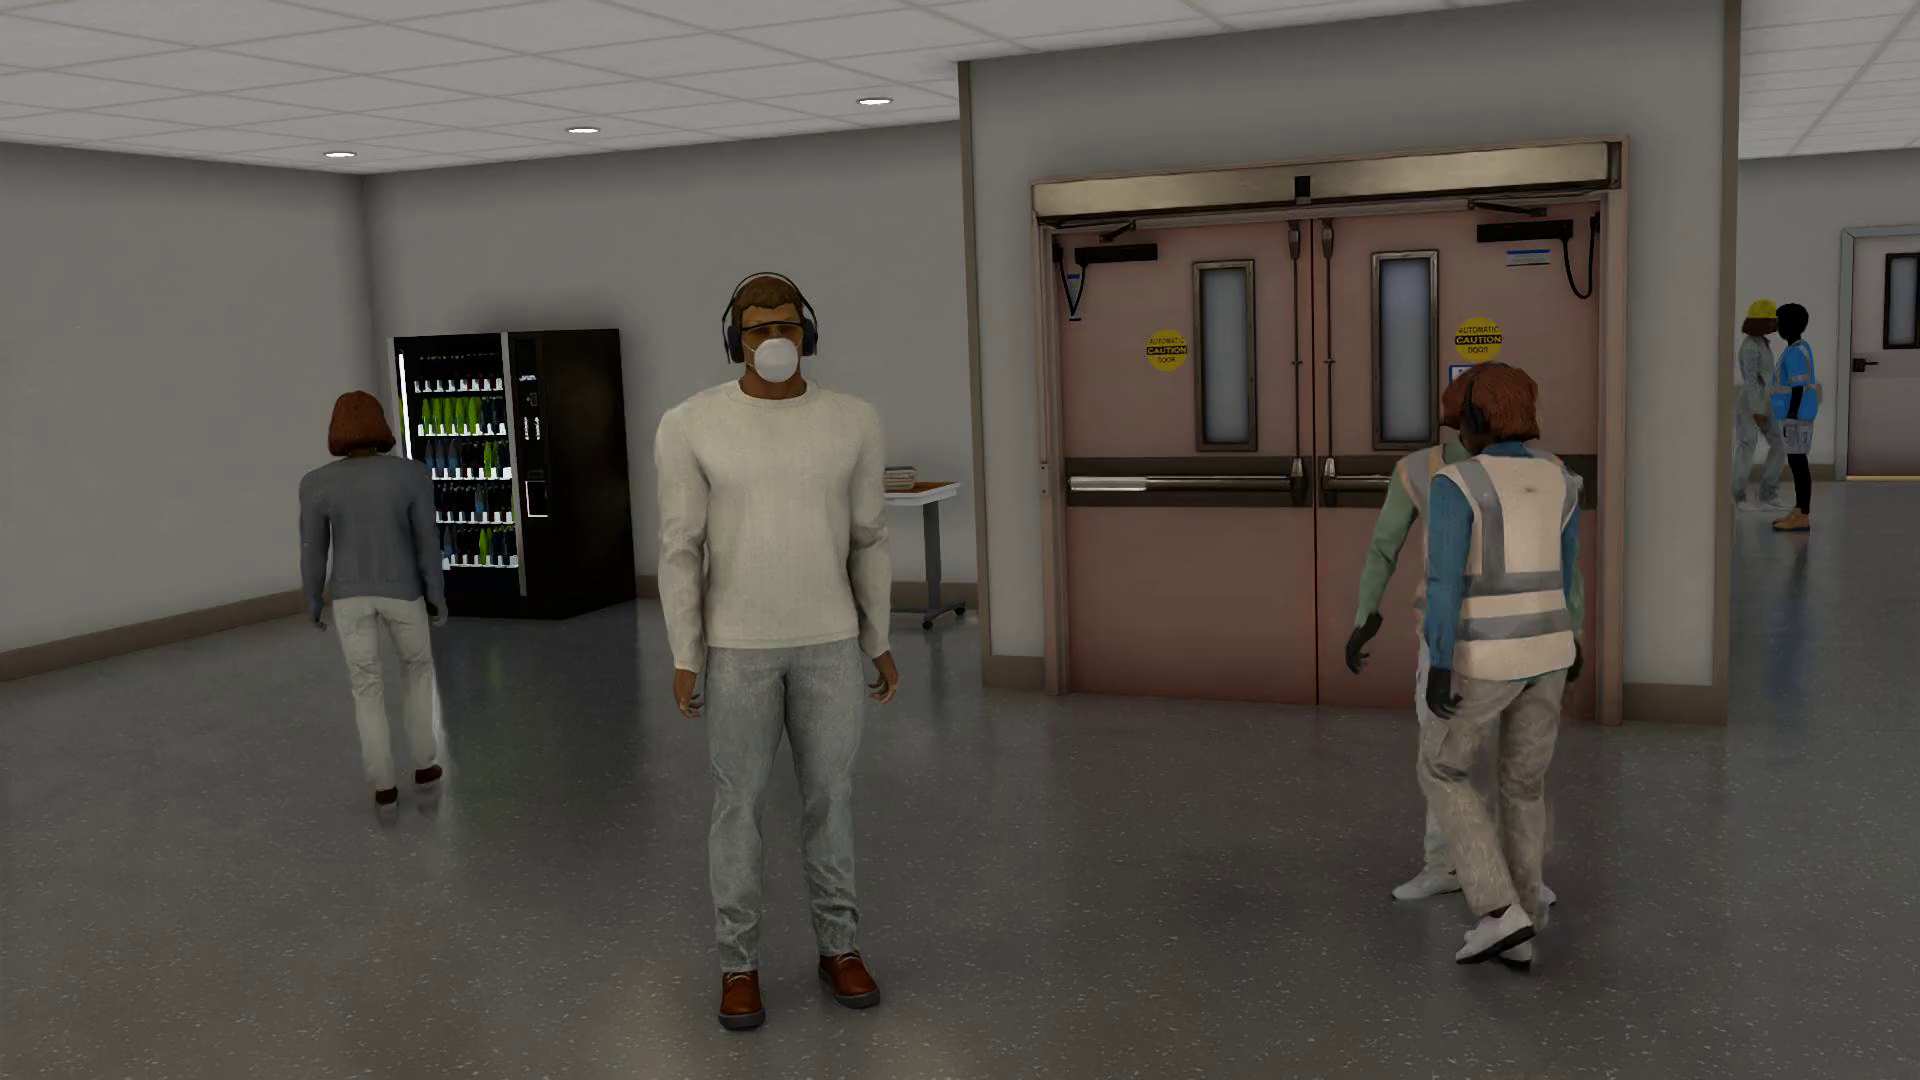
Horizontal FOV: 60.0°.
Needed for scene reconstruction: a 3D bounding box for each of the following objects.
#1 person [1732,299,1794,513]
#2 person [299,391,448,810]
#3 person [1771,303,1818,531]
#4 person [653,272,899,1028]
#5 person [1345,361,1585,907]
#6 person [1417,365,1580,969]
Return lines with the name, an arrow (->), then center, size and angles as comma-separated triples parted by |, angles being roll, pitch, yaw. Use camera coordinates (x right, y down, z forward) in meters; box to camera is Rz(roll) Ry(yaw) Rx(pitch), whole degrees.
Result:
person -> 6.484, -1.066, 13.377 | 0.602, 1.722, 0.502 | 4, 10, 42
person -> -2.292, 0.222, 6.539 | 0.531, 1.616, 0.558 | -4, 8, -15
person -> 6.204, -0.911, 12.373 | 0.320, 1.698, 0.538 | 2, 9, 30
person -> -0.460, 0.280, 4.353 | 0.627, 1.941, 0.370 | -5, 8, -18
person -> 1.479, 0.293, 4.880 | 0.660, 1.626, 0.346 | 1, 8, 23
person -> 1.449, 0.340, 4.487 | 0.545, 1.617, 0.380 | -6, 8, -25
